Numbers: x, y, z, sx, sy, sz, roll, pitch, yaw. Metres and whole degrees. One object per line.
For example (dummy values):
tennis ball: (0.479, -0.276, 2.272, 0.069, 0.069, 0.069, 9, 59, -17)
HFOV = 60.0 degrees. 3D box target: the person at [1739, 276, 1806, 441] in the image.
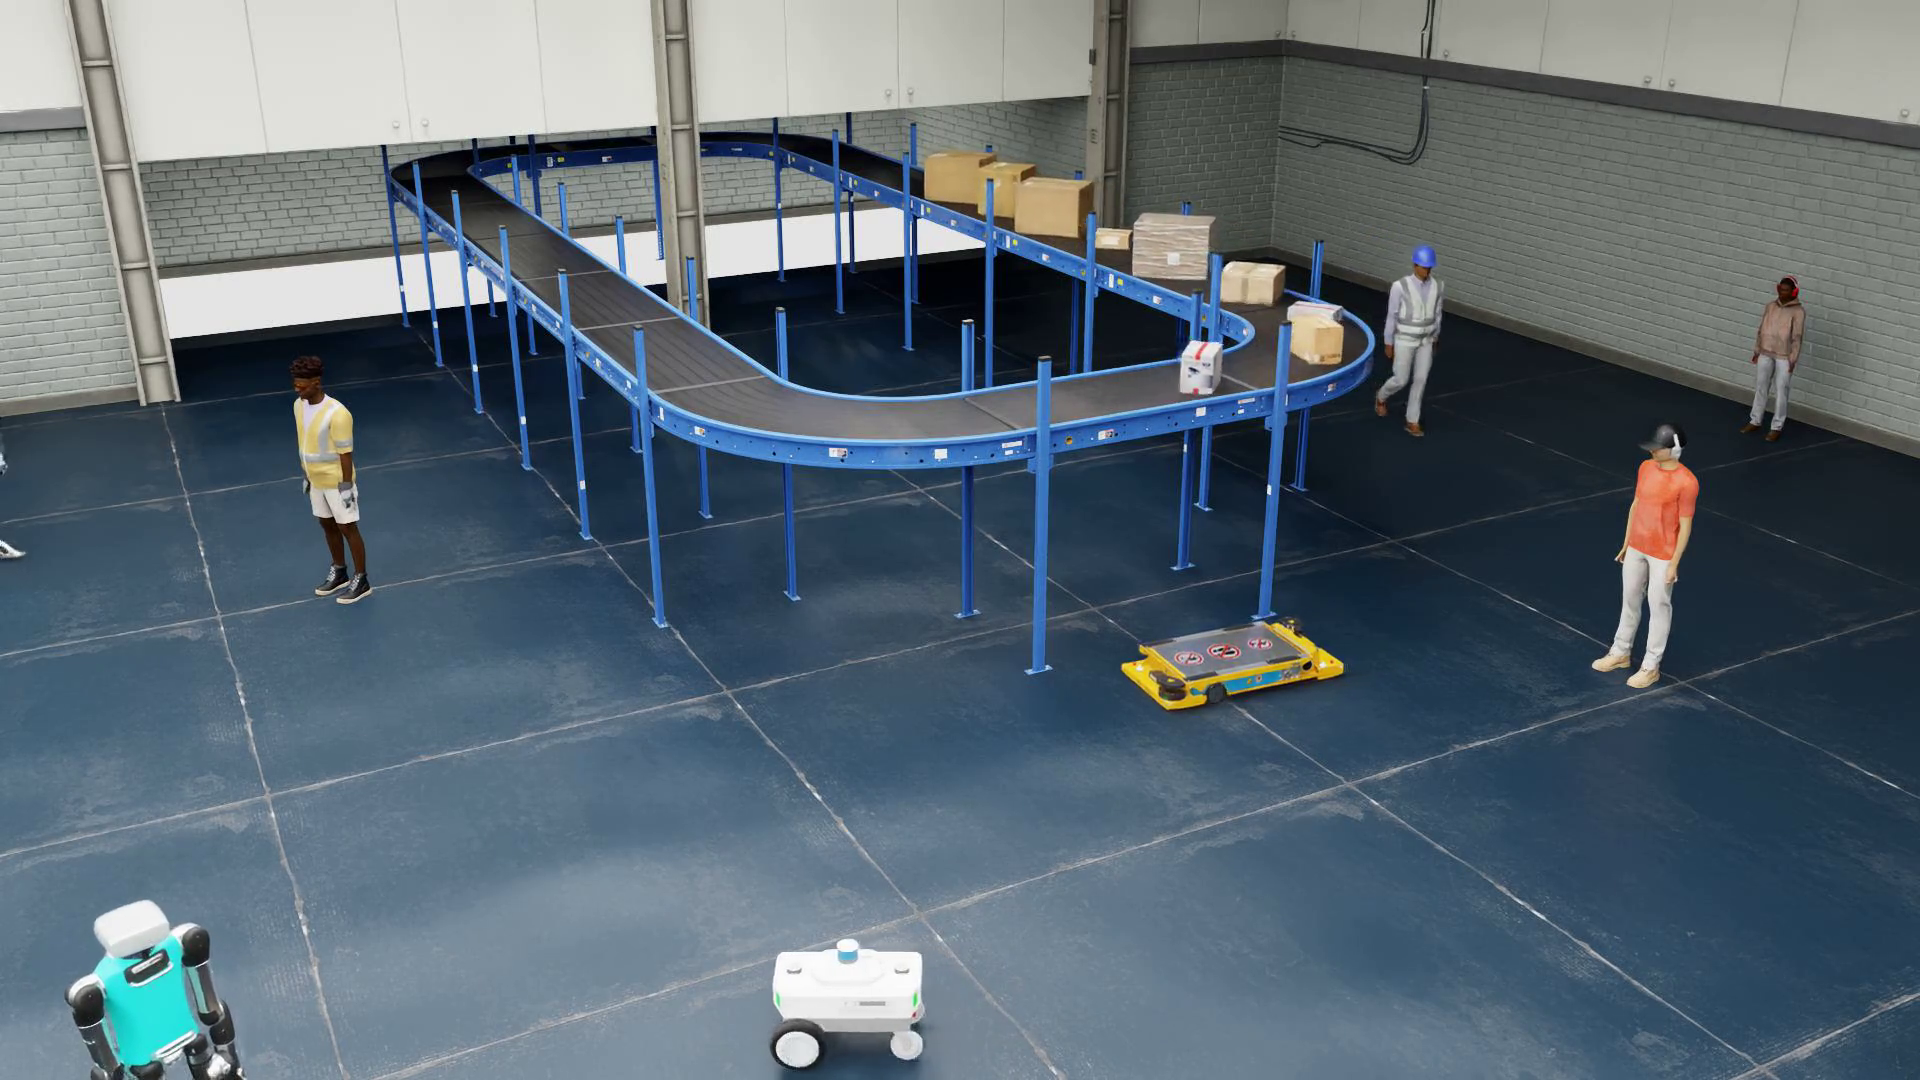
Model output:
person: (8.124, -1.820, 16.535, 0.317, 1.648, 0.468, -13, 26, -30)

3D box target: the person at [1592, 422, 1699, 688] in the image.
person: (4.746, 0.097, 11.455, 0.412, 1.908, 0.476, -11, 25, -26)

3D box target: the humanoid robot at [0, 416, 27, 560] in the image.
humanoid robot: (-8.186, -0.646, 13.580, 1.019, 1.766, 0.537, 7, 23, 16)

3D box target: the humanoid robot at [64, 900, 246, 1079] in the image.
humanoid robot: (-2.850, 2.304, 6.360, 0.795, 1.885, 0.548, 15, 27, 33)

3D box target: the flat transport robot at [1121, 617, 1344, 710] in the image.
flat transport robot: (1.923, 0.867, 11.731, 1.431, 0.231, 0.659, -9, 24, -21)

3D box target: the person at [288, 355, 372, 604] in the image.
person: (-4.866, -0.478, 12.810, 0.602, 1.959, 0.372, 15, 27, 33)

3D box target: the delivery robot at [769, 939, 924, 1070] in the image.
delivery robot: (-0.537, 2.203, 8.038, 0.777, 0.587, 0.499, 0, 22, 0)

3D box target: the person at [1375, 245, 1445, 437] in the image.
person: (4.513, -2.025, 16.675, 0.611, 1.930, 0.611, -7, 23, -16)
